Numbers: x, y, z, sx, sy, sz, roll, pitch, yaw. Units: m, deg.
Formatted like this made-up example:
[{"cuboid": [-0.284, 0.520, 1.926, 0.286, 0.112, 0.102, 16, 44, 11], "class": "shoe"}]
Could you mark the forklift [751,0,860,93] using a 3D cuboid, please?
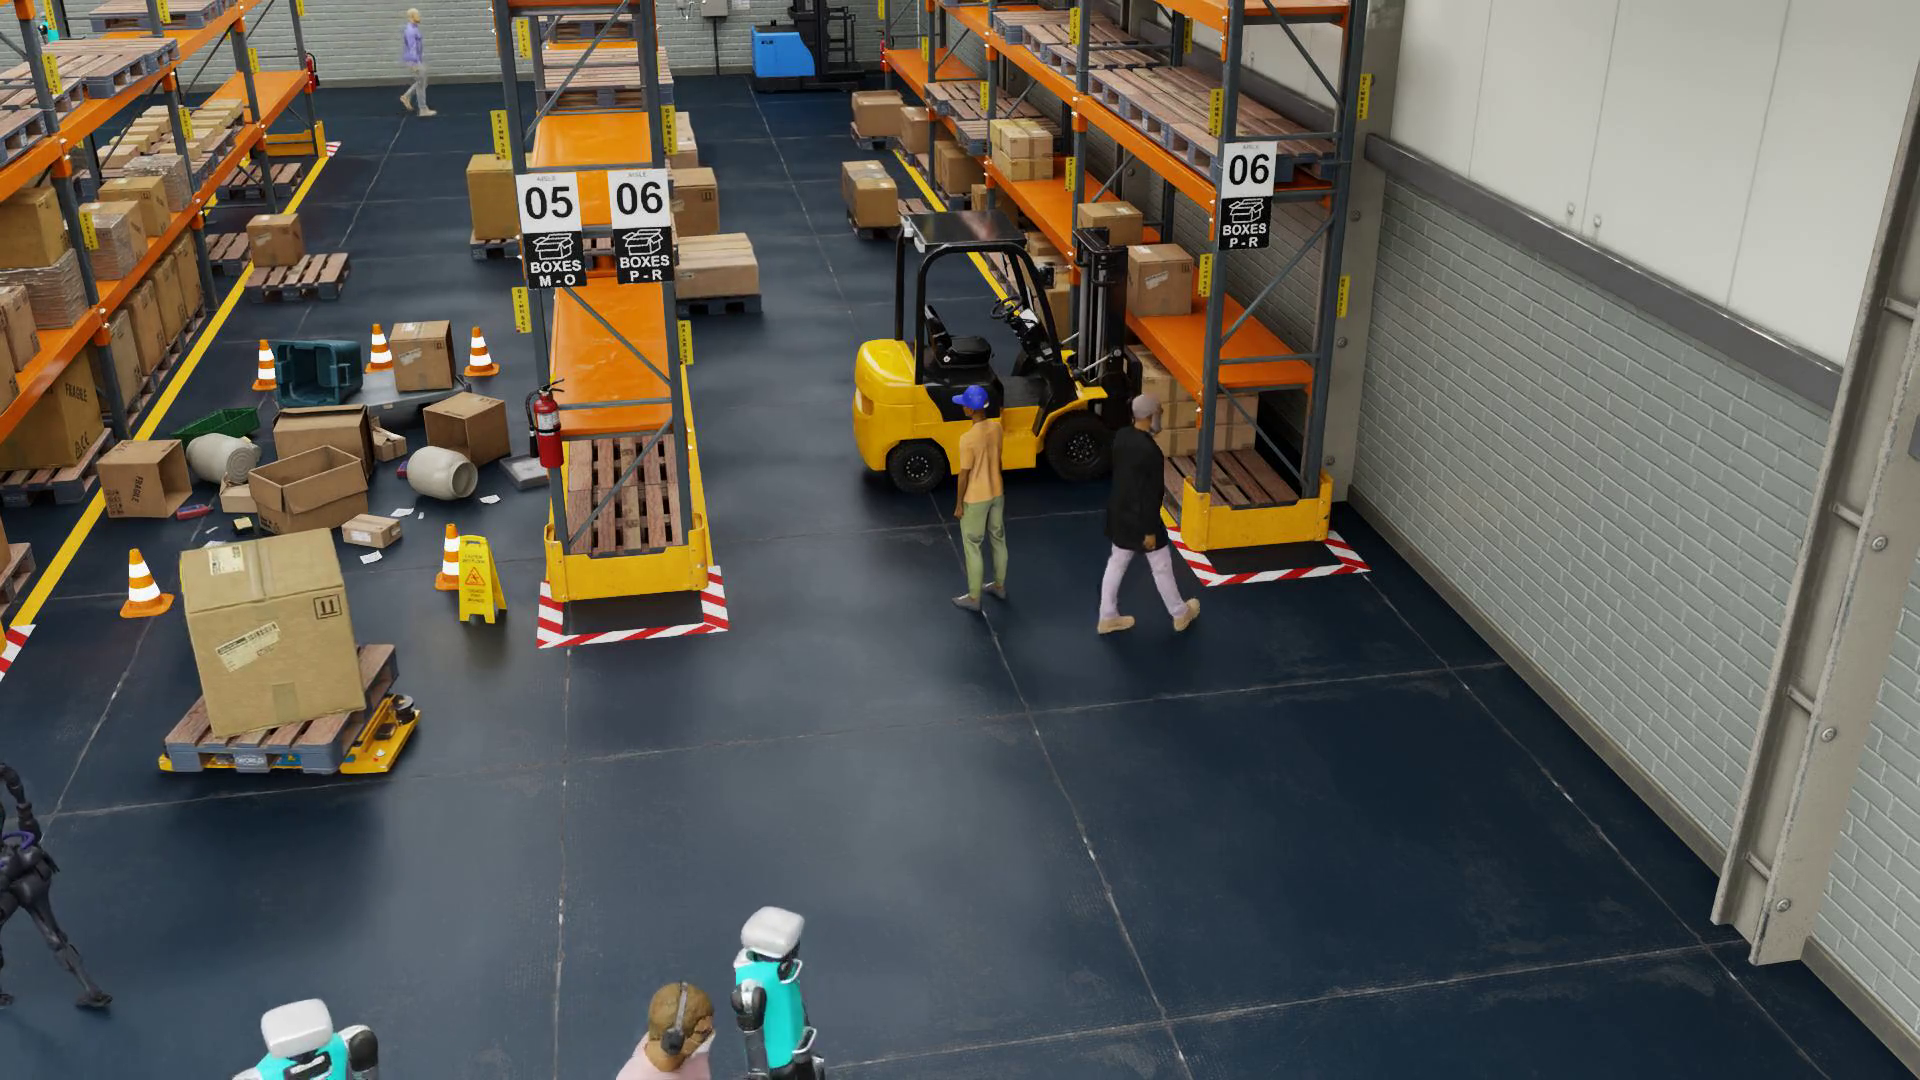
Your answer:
[{"cuboid": [-2.872, -9.679, 30.288, 1.873, 2.768, 1.129, -5, 26, -10], "class": "forklift"}]

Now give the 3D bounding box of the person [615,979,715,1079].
[{"cuboid": [-1.023, 2.449, 6.146, 0.578, 1.903, 0.684, 5, 26, 11], "class": "person"}]

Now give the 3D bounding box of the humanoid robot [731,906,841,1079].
[{"cuboid": [-0.455, 2.286, 6.691, 0.861, 1.772, 0.609, 2, 26, 5], "class": "humanoid robot"}]

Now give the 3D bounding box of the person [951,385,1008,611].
[{"cuboid": [0.122, -0.320, 12.135, 0.384, 1.713, 0.448, 23, 34, 39], "class": "person"}]

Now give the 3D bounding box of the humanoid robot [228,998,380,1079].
[{"cuboid": [-2.207, 2.574, 6.084, 0.549, 1.781, 0.796, -19, 32, -35], "class": "humanoid robot"}]

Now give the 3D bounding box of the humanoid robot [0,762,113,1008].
[{"cuboid": [-4.685, 1.644, 8.139, 0.792, 1.624, 0.609, 7, 27, 15], "class": "humanoid robot"}]

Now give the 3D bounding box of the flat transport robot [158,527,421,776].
[{"cuboid": [-4.248, 1.226, 10.575, 1.431, 0.231, 0.659, 1, 26, 1], "class": "flat transport robot"}]

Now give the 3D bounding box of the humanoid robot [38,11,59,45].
[{"cuboid": [-14.974, -8.050, 28.044, 0.735, 1.677, 0.533, 1, 26, 2], "class": "humanoid robot"}]

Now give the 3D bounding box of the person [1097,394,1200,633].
[{"cuboid": [1.354, -0.189, 11.723, 0.775, 1.824, 0.565, -14, 29, -26], "class": "person"}]

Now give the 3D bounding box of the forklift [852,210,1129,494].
[{"cuboid": [0.216, -1.659, 14.366, 2.313, 2.155, 1.214, -5, 26, -10], "class": "forklift"}]

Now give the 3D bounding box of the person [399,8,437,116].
[{"cuboid": [-9.316, -8.129, 28.312, 0.507, 1.779, 0.631, -4, 26, -7], "class": "person"}]
